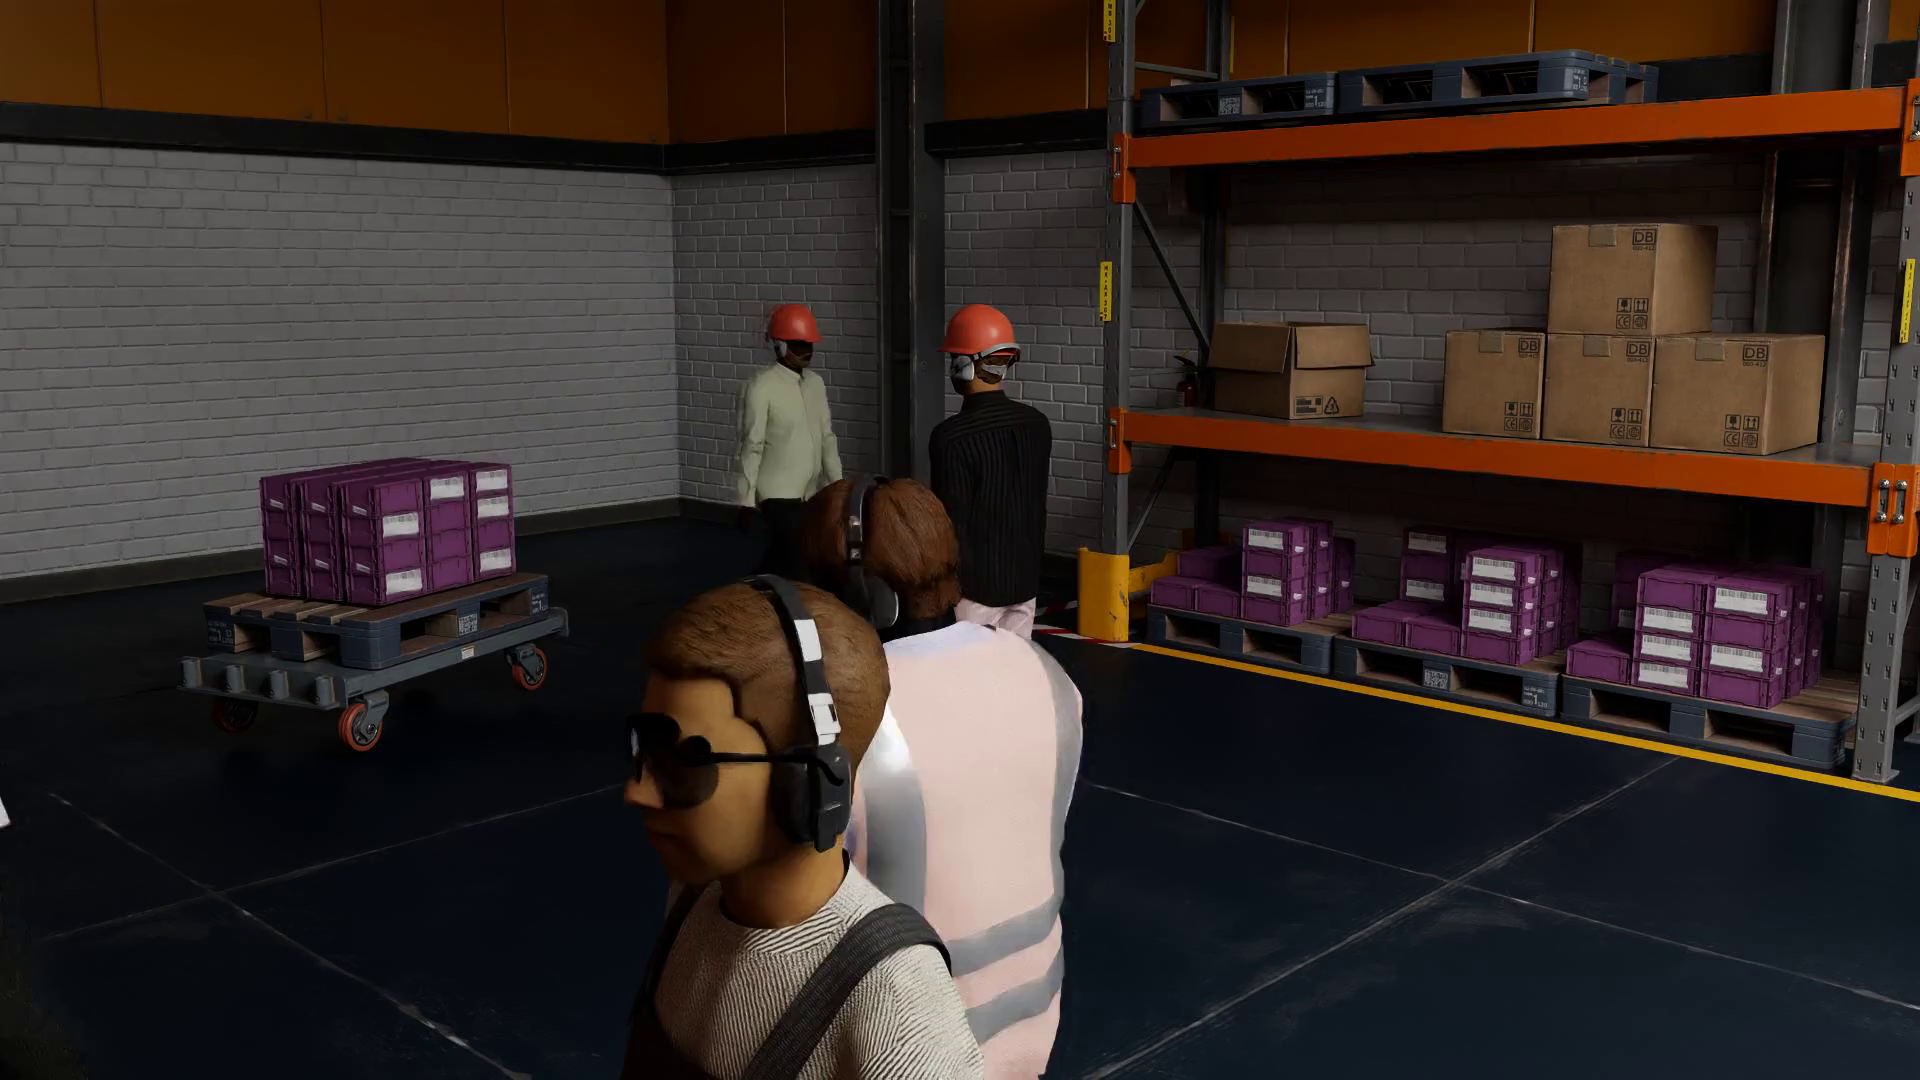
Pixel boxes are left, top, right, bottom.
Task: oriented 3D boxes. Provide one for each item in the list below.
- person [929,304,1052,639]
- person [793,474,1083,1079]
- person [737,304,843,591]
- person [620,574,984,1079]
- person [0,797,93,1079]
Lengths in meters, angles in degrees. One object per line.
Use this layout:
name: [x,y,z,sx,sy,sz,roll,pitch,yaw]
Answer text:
person: [0.079,0.170,5.908,0.379,1.996,0.611,7,12,38]
person: [-0.034,0.801,2.585,0.656,1.819,0.518,-9,13,-42]
person: [-0.963,-0.268,8.758,0.985,1.954,0.611,4,10,25]
person: [-0.183,0.941,1.641,0.345,1.847,0.508,-7,11,-35]
person: [-2.243,0.651,3.419,1.030,1.851,0.628,-1,9,-5]
